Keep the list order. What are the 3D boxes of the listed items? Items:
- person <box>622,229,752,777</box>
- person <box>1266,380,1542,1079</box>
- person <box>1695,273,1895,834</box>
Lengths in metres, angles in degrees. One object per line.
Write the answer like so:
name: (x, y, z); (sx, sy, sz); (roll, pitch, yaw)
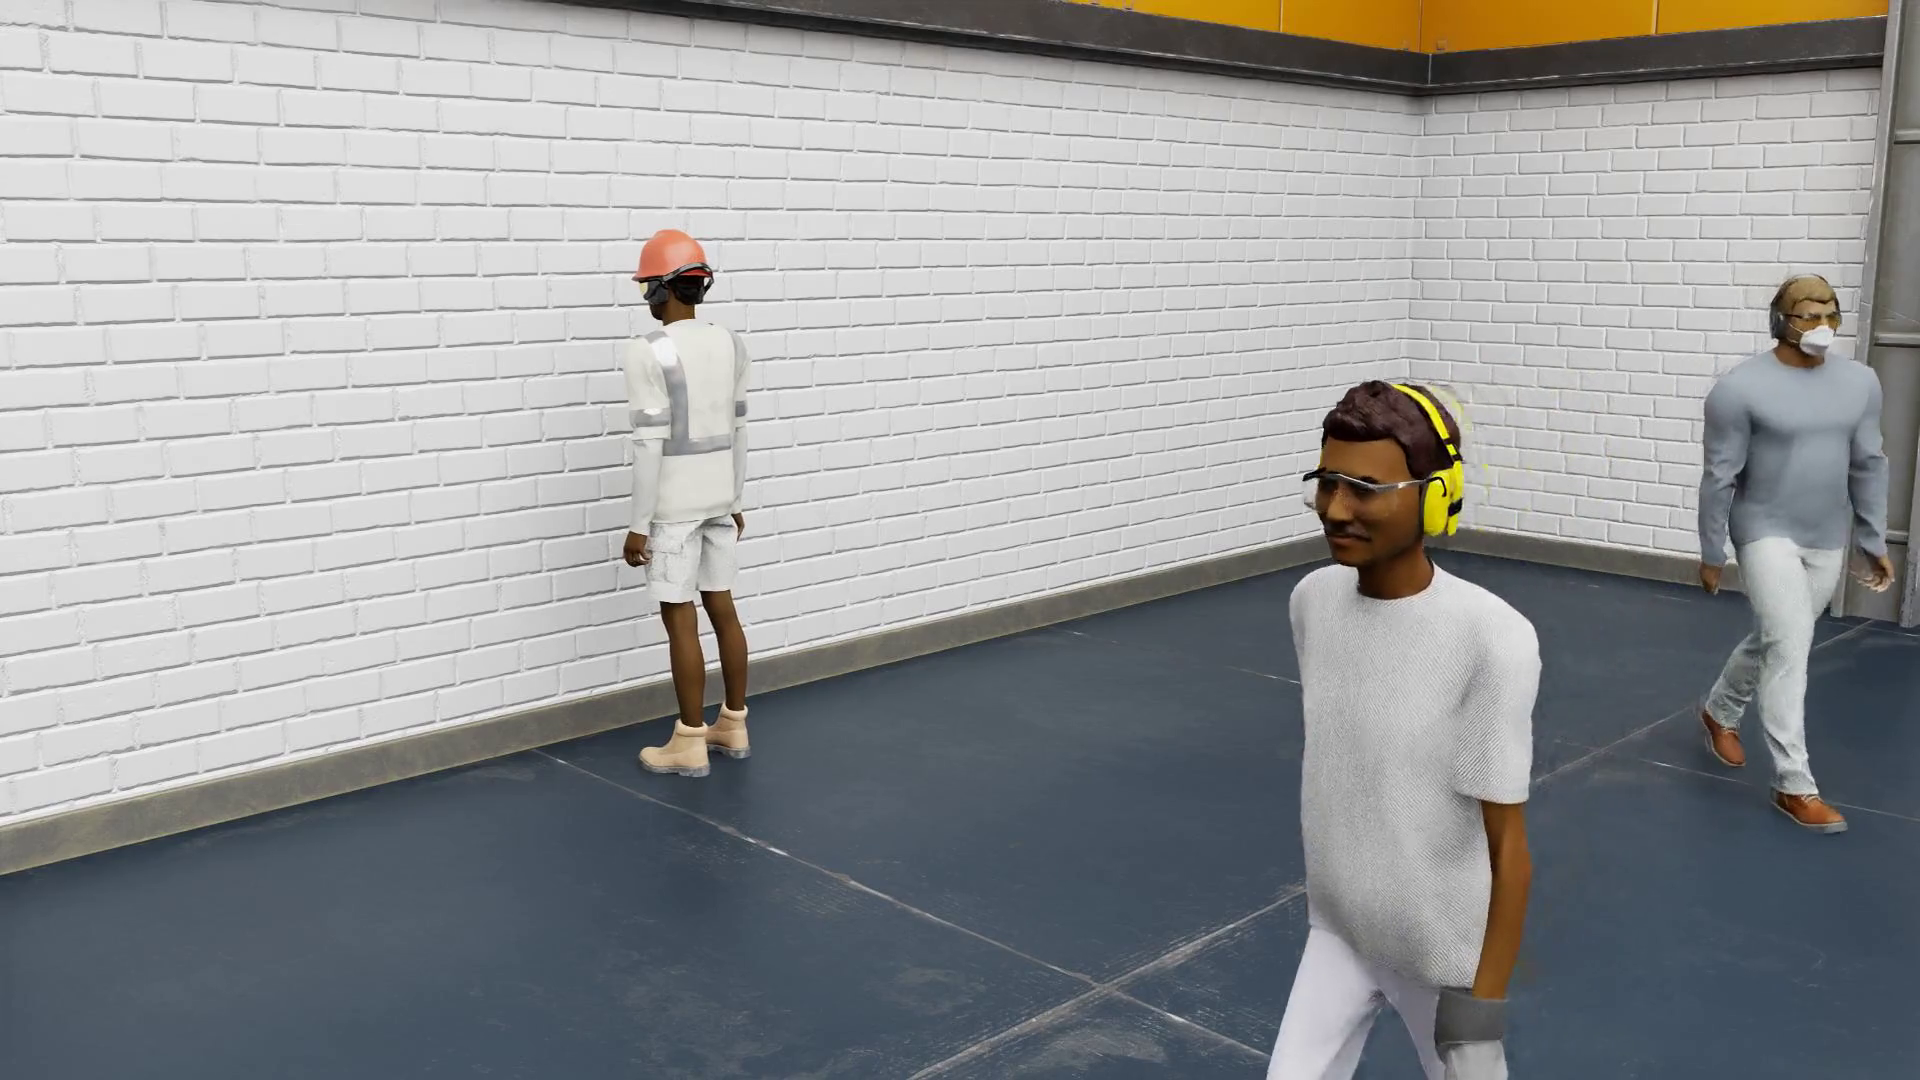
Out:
person: (-1.048, -0.134, 6.267); (0.394, 2.042, 0.611); (7, 12, 33)
person: (0.726, 0.646, 2.655); (1.002, 1.820, 0.537); (-7, 13, -34)
person: (2.936, -0.007, 5.981); (0.626, 1.904, 0.992); (-2, 11, -11)
